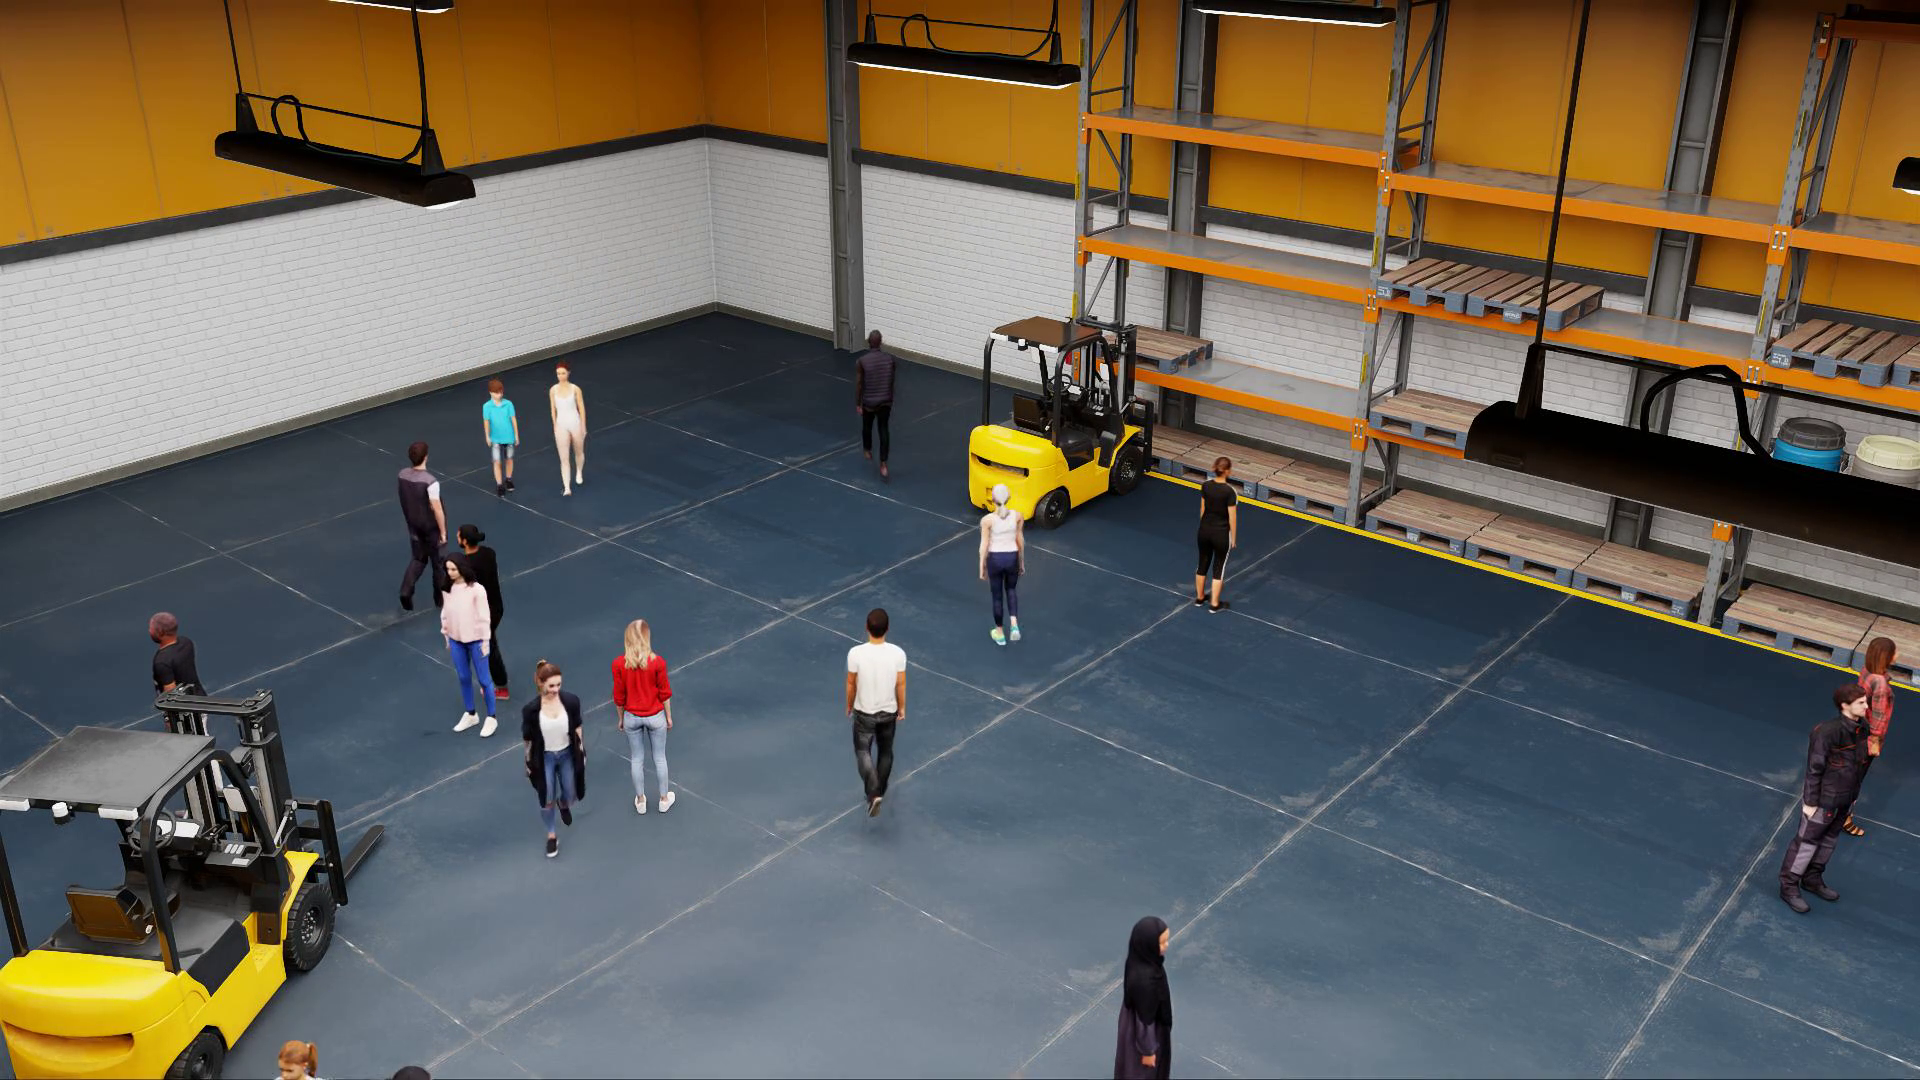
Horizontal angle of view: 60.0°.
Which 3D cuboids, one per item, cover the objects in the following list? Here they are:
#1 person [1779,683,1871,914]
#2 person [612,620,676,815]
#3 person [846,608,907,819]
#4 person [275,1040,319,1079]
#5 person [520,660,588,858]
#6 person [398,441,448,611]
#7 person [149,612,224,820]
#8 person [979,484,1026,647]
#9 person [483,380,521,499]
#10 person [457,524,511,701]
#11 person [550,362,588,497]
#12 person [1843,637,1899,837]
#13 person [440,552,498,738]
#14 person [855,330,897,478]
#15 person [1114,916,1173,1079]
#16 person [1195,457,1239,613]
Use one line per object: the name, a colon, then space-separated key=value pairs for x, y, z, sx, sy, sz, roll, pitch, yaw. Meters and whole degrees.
person: x=6.462 y=1.888 z=12.373 sx=0.795 sy=1.837 sz=0.725 roll=-12 pitch=26 yaw=-25
person: x=-2.578 y=1.444 z=13.556 sx=0.676 sy=1.705 sz=0.739 roll=-2 pitch=24 yaw=-4
person: x=-0.687 y=1.416 z=13.514 sx=0.980 sy=1.790 sz=1.086 roll=-5 pitch=24 yaw=-10
person: x=-3.729 y=3.403 z=9.592 sx=0.911 sy=1.290 sz=0.752 roll=8 pitch=25 yaw=18
person: x=-3.182 y=1.665 z=13.085 sx=0.822 sy=1.677 sz=0.903 roll=-6 pitch=24 yaw=-14
person: x=-5.504 y=-0.102 z=16.930 sx=0.967 sy=1.835 sz=0.915 roll=9 pitch=25 yaw=20
person: x=-6.302 y=1.406 z=13.520 sx=0.806 sy=1.804 sz=0.763 roll=0 pitch=24 yaw=-1
person: x=0.446 y=0.284 z=16.221 sx=0.815 sy=1.695 sz=0.886 roll=-6 pitch=24 yaw=-14
person: x=-5.547 y=-1.272 z=20.114 sx=0.698 sy=1.429 sz=0.833 roll=-11 pitch=26 yaw=-23
person: x=-4.293 y=0.679 z=15.255 sx=0.755 sy=1.746 sz=0.728 roll=6 pitch=24 yaw=13
person: x=-4.706 y=-1.371 z=20.129 sx=1.002 sy=1.597 sz=1.076 roll=-3 pitch=24 yaw=-6
person: x=7.230 y=1.547 z=13.322 sx=0.713 sy=1.703 sz=0.700 roll=4 pitch=24 yaw=10
person: x=-4.340 y=0.901 z=14.720 sx=0.602 sy=1.767 sz=0.774 roll=9 pitch=25 yaw=19
person: x=-0.996 y=-1.645 z=20.529 sx=1.180 sy=1.780 sz=1.337 roll=-6 pitch=24 yaw=-14
person: x=1.117 y=2.985 z=10.145 sx=0.754 sy=1.614 sz=0.711 roll=2 pitch=24 yaw=4
person: x=2.614 y=-0.068 z=17.060 sx=0.460 sy=1.669 sz=0.640 roll=20 pitch=30 yaw=38
